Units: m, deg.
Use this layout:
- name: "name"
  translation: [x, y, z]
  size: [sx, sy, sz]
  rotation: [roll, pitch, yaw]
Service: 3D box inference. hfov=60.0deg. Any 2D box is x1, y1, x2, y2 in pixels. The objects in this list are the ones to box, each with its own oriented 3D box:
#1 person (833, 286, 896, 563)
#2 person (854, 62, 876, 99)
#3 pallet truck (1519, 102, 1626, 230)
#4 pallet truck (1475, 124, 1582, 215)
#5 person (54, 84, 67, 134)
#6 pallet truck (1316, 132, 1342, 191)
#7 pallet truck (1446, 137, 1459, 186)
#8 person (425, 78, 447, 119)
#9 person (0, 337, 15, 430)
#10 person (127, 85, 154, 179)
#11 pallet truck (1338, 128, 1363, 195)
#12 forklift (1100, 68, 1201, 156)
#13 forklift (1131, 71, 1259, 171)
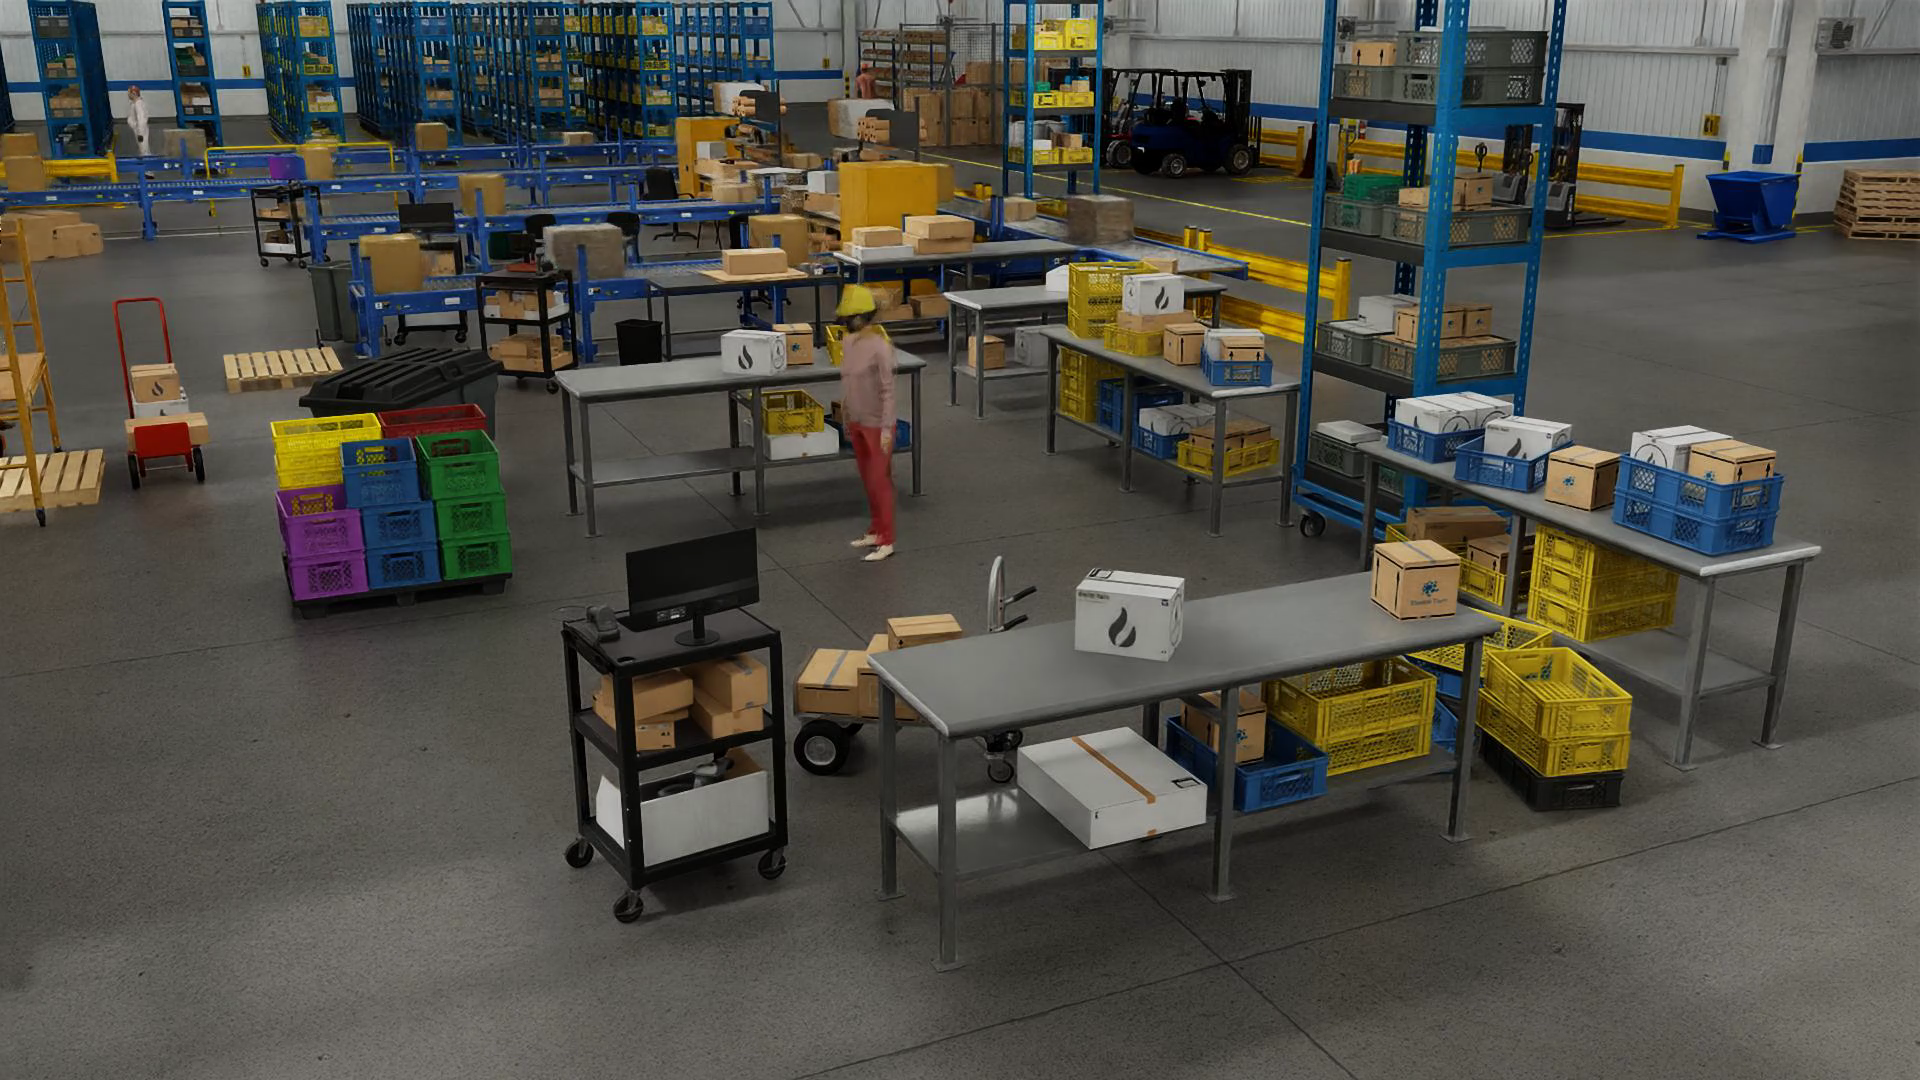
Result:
- name: "person"
  translation: [-0.570, -0.731, 10.489]
  size: [0.498, 1.744, 0.583]
  rotation: [-12, 21, -33]
- name: "person"
  translation: [-2.744, -12.826, 48.204]
  size: [0.629, 1.978, 0.618]
  rotation: [-1, 18, -2]
- name: "pallet truck"
  translation: [9.972, -6.037, 26.785]
  size: [1.885, 1.965, 0.823]
  rotation: [-9, 20, -25]
- name: "pallet truck"
  translation: [9.707, -6.455, 28.103]
  size: [1.885, 1.965, 0.823]
  rotation: [-7, 19, -20]
- name: "person"
  translation: [-22.126, -10.464, 40.969]
  size: [0.380, 1.849, 0.570]
  rotation: [-8, 19, -24]
- name: "pallet truck"
  translation: [7.723, -7.504, 32.656]
  size: [1.601, 1.201, 0.680]
  rotation: [-8, 19, -23]
- name: "pallet truck"
  translation: [9.184, -6.485, 29.328]
  size: [1.630, 1.274, 0.653]
  rotation: [-8, 19, -23]
- name: "person"
  translation: [-17.082, -14.504, 53.797]
  size: [0.935, 1.779, 0.596]
  rotation: [-15, 23, -38]
- name: "person"
  translation: [-8.105, -1.810, 13.706]
  size: [0.412, 1.850, 0.564]
  rotation: [-2, 18, -8]
- name: "person"
  translation: [-17.087, -8.482, 34.636]
  size: [0.409, 1.907, 0.651]
  rotation: [-8, 19, -24]
- name: "pallet truck"
  translation: [7.845, -7.140, 31.411]
  size: [1.522, 1.261, 0.704]
  rotation: [-9, 20, -25]
- name: "forklift"
  translation: [4.082, -9.564, 37.410]
  size: [2.680, 1.987, 1.157]
  rotation: [-8, 19, -23]
- name: "forklift"
  translation: [4.998, -8.936, 35.413]
  size: [2.680, 1.987, 1.157]
  rotation: [-9, 20, -25]
